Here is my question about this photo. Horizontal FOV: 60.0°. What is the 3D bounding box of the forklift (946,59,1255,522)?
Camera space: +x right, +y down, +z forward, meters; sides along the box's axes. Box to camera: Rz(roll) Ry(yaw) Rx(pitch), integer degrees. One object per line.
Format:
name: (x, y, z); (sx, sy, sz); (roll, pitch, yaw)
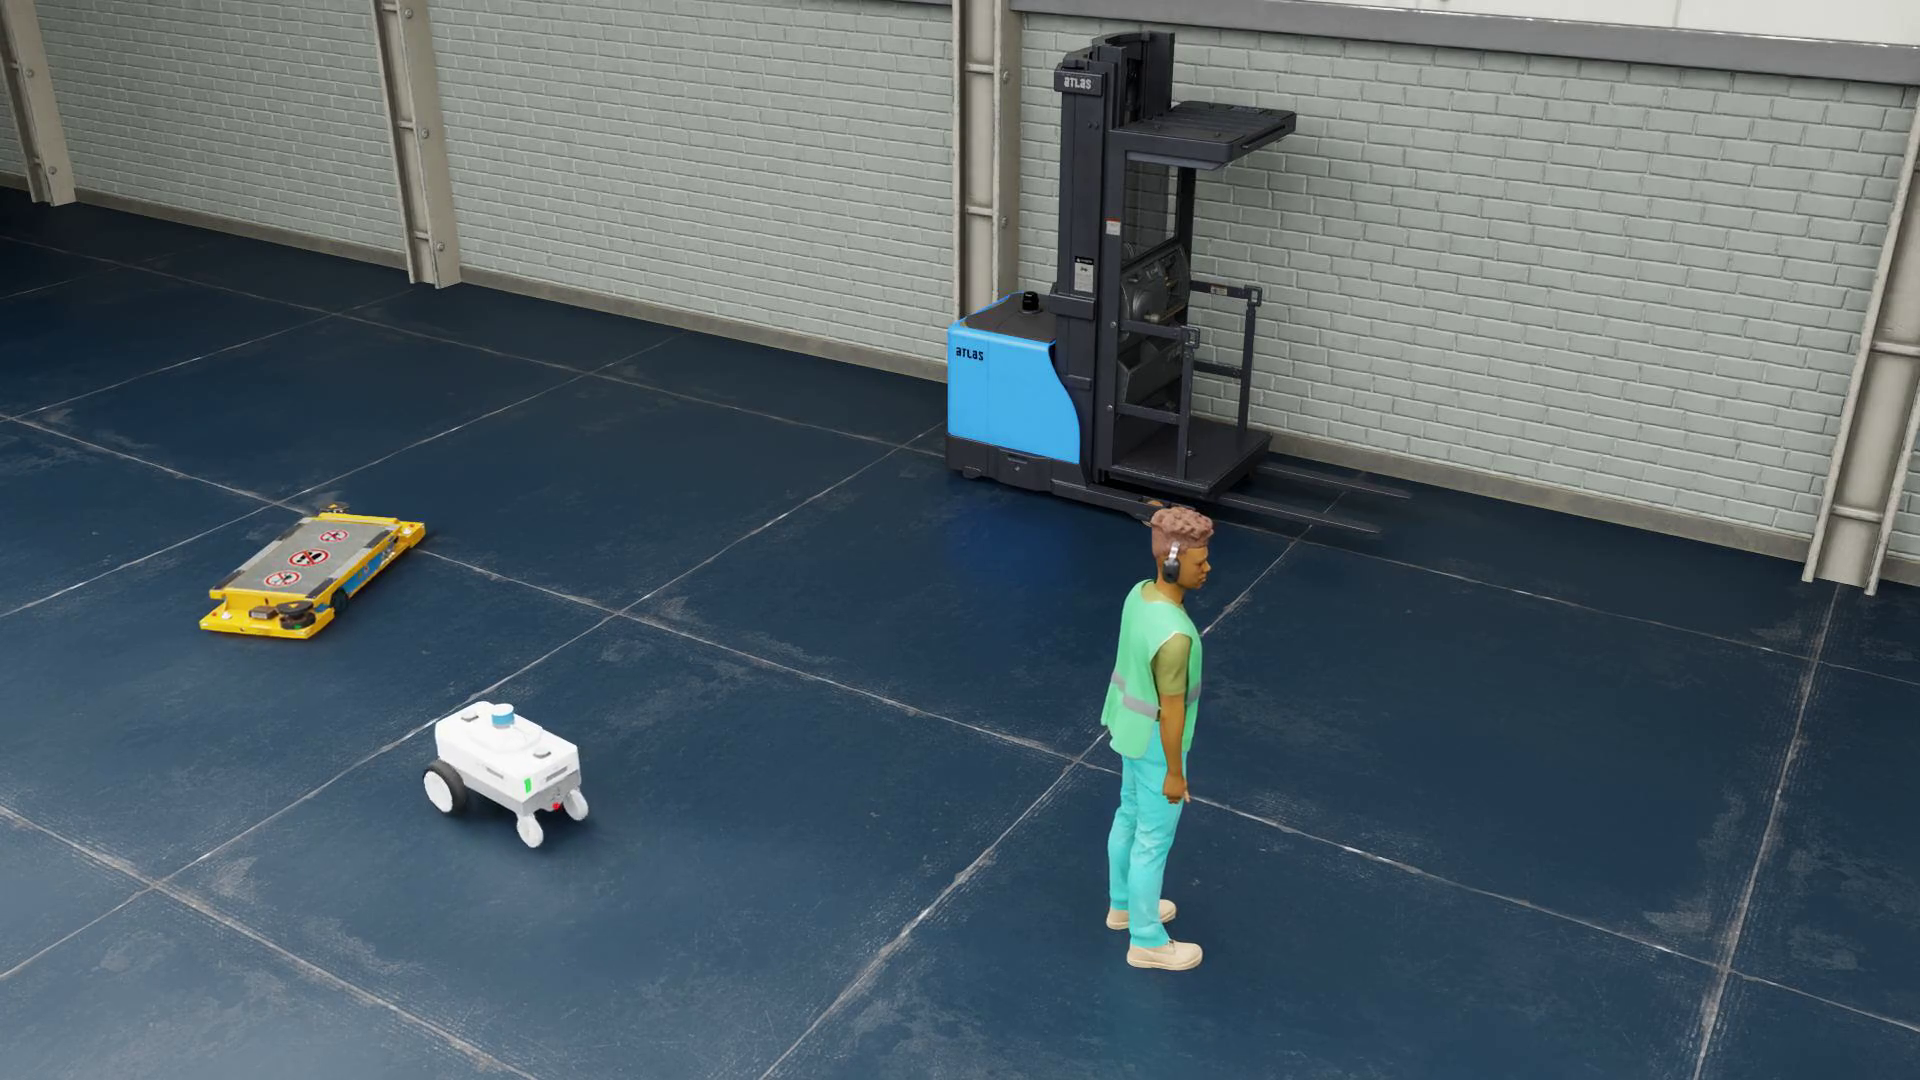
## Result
forklift: (0.933, -1.707, 10.833); (1.873, 2.768, 1.129); (15, 29, 28)

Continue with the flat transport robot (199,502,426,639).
flat transport robot: (-3.824, 0.167, 9.905); (0.659, 0.231, 1.431); (4, 26, 9)

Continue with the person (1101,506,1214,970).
person: (0.768, 0.790, 6.593); (0.406, 1.977, 0.486); (-4, 26, -9)

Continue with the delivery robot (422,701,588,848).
delivery robot: (-2.112, 1.044, 7.739); (0.811, 0.614, 0.499); (18, 31, 33)
